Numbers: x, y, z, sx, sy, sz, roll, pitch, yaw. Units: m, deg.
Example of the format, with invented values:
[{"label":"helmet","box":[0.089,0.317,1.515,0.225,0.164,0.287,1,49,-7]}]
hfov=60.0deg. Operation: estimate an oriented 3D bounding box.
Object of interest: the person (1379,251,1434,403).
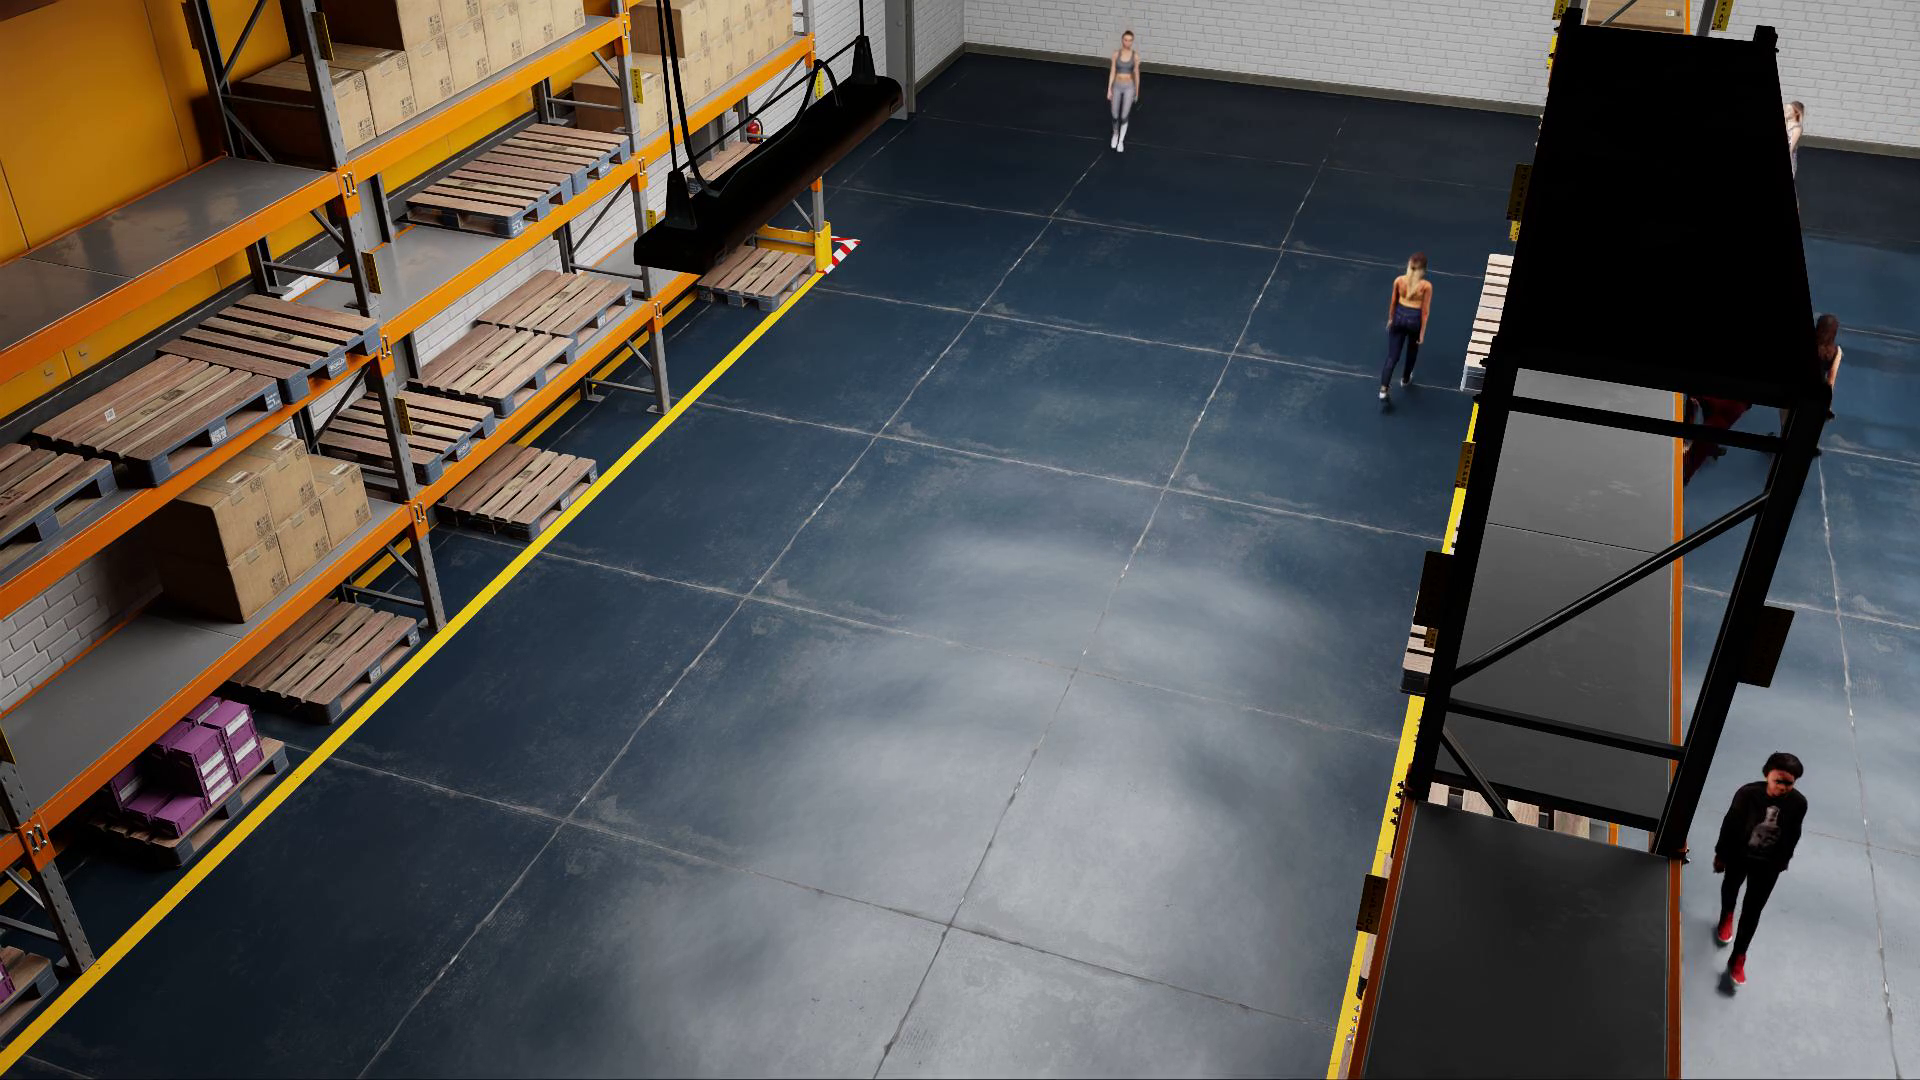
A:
[{"label":"person","box":[4.561,-2.160,17.087,0.711,1.597,1.146,17,37,24]}]

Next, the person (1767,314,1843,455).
[{"label":"person","box":[8.002,-1.280,15.726,0.847,1.638,1.184,0,34,0]}]

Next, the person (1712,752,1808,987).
[{"label":"person","box":[5.151,1.988,10.798,0.649,1.651,0.934,13,36,19]}]

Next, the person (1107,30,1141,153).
[{"label":"person","box":[2.274,-6.278,23.196,0.665,1.694,0.677,3,34,5]}]
